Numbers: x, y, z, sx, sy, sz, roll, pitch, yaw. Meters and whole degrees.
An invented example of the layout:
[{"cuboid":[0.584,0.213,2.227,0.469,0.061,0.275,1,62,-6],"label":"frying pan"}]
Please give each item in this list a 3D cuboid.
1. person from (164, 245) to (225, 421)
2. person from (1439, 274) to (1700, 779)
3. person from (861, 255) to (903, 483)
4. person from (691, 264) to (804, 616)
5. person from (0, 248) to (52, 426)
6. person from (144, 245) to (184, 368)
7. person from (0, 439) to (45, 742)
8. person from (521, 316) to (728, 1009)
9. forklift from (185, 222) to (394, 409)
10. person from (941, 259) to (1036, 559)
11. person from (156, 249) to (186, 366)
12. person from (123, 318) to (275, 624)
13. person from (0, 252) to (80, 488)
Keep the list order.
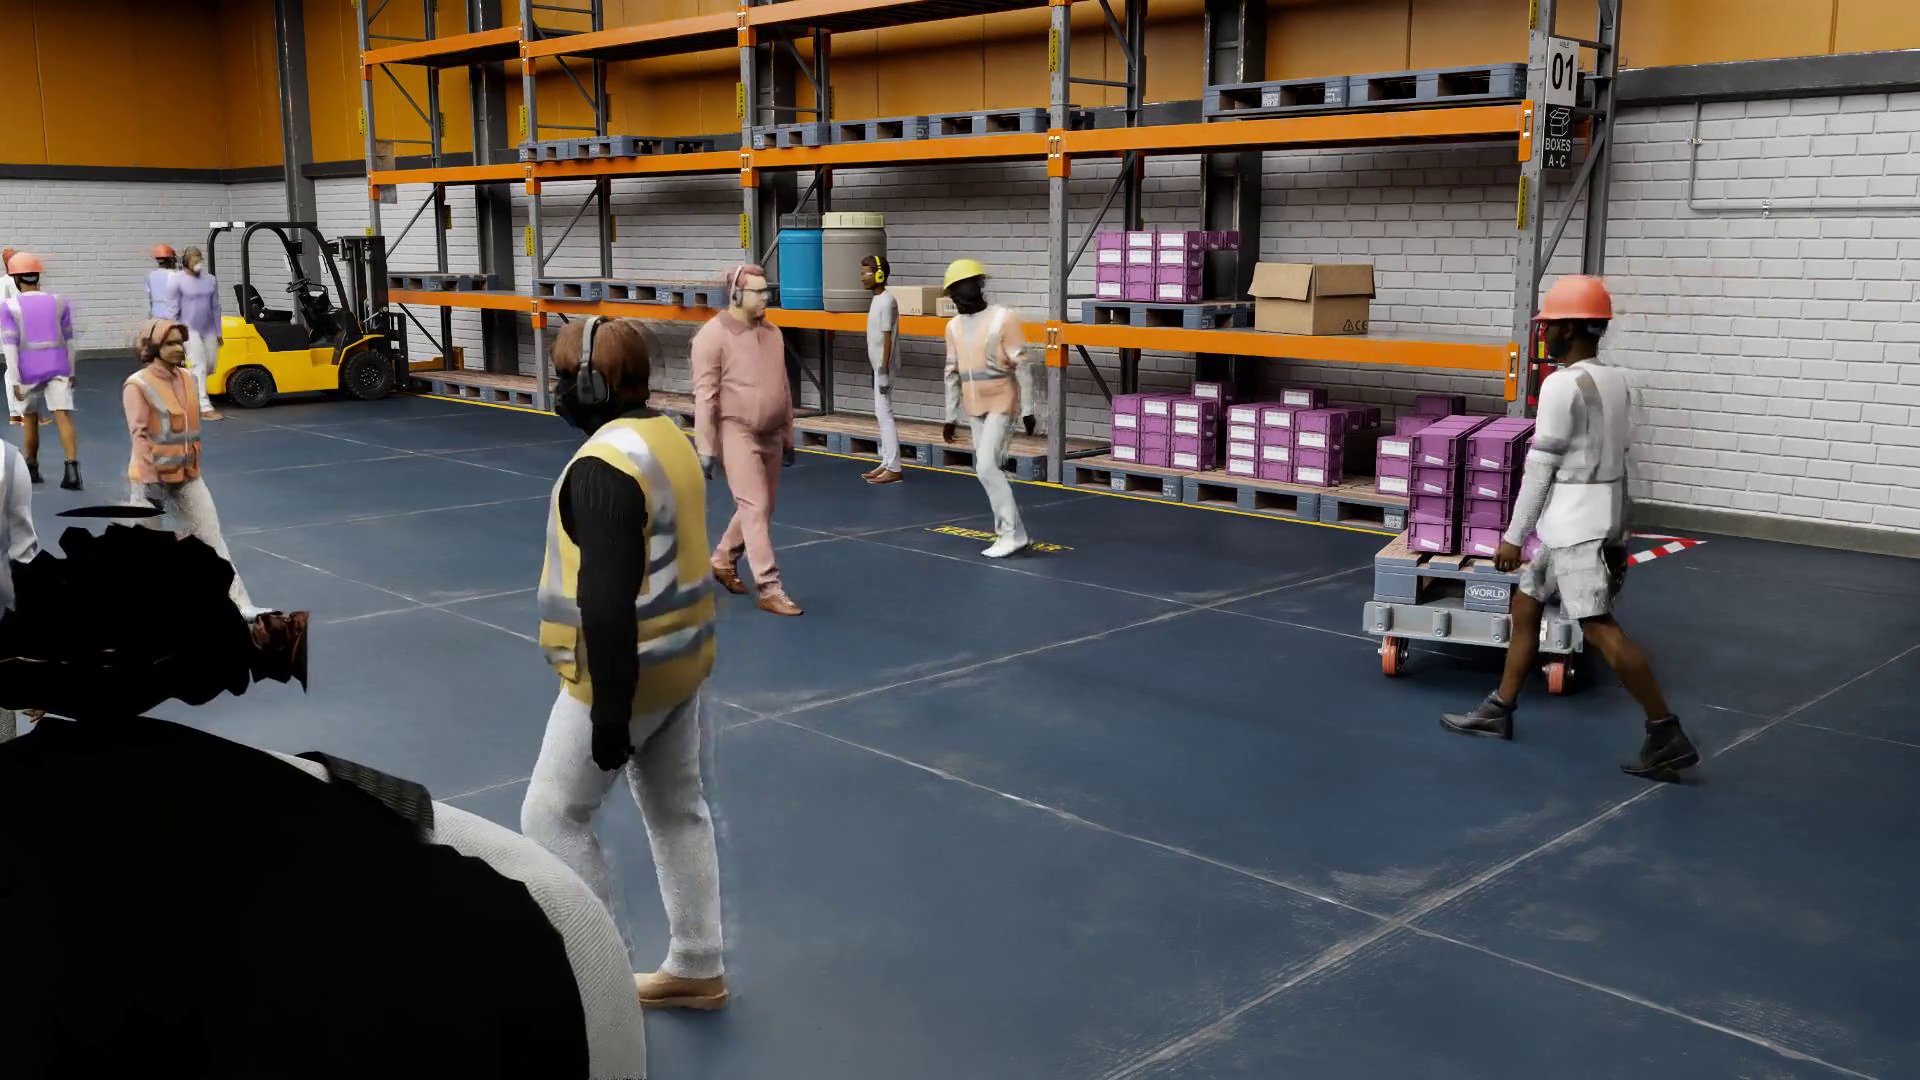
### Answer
[{"cuboid":[-8.439,-2.272,18.273,0.730,1.916,0.632,5,11,25],"label":"person"},{"cuboid":[2.392,-0.063,6.339,1.026,1.887,0.542,8,13,37],"label":"person"},{"cuboid":[-0.647,-1.396,13.666,0.318,1.860,0.511,-2,11,-11],"label":"person"},{"cuboid":[-1.157,-0.562,9.070,0.868,1.878,0.661,7,13,35],"label":"person"},{"cuboid":[-10.045,-2.162,17.754,0.573,1.887,0.354,8,13,38],"label":"person"},{"cuboid":[-10.628,-3.015,22.418,0.553,1.884,1.000,2,11,12],"label":"person"},{"cuboid":[-2.685,0.328,4.321,0.590,1.833,0.404,-8,13,-39],"label":"person"},{"cuboid":[-0.908,0.350,4.238,0.654,1.817,0.657,1,10,7],"label":"person"},{"cuboid":[-8.169,-2.758,20.163,2.313,2.155,1.214,-10,14,-44],"label":"forklift"},{"cuboid":[0.182,-0.811,10.443,0.462,1.870,0.692,-9,13,-39],"label":"person"},{"cuboid":[-12.195,-3.612,25.823,0.535,1.827,0.449,-4,11,-22],"label":"person"},{"cuboid":[-3.925,-0.305,8.404,0.819,1.600,0.540,3,11,16],"label":"person"},{"cuboid":[-7.382,-1.358,13.379,0.563,1.896,0.983,-10,14,-42],"label":"person"}]
